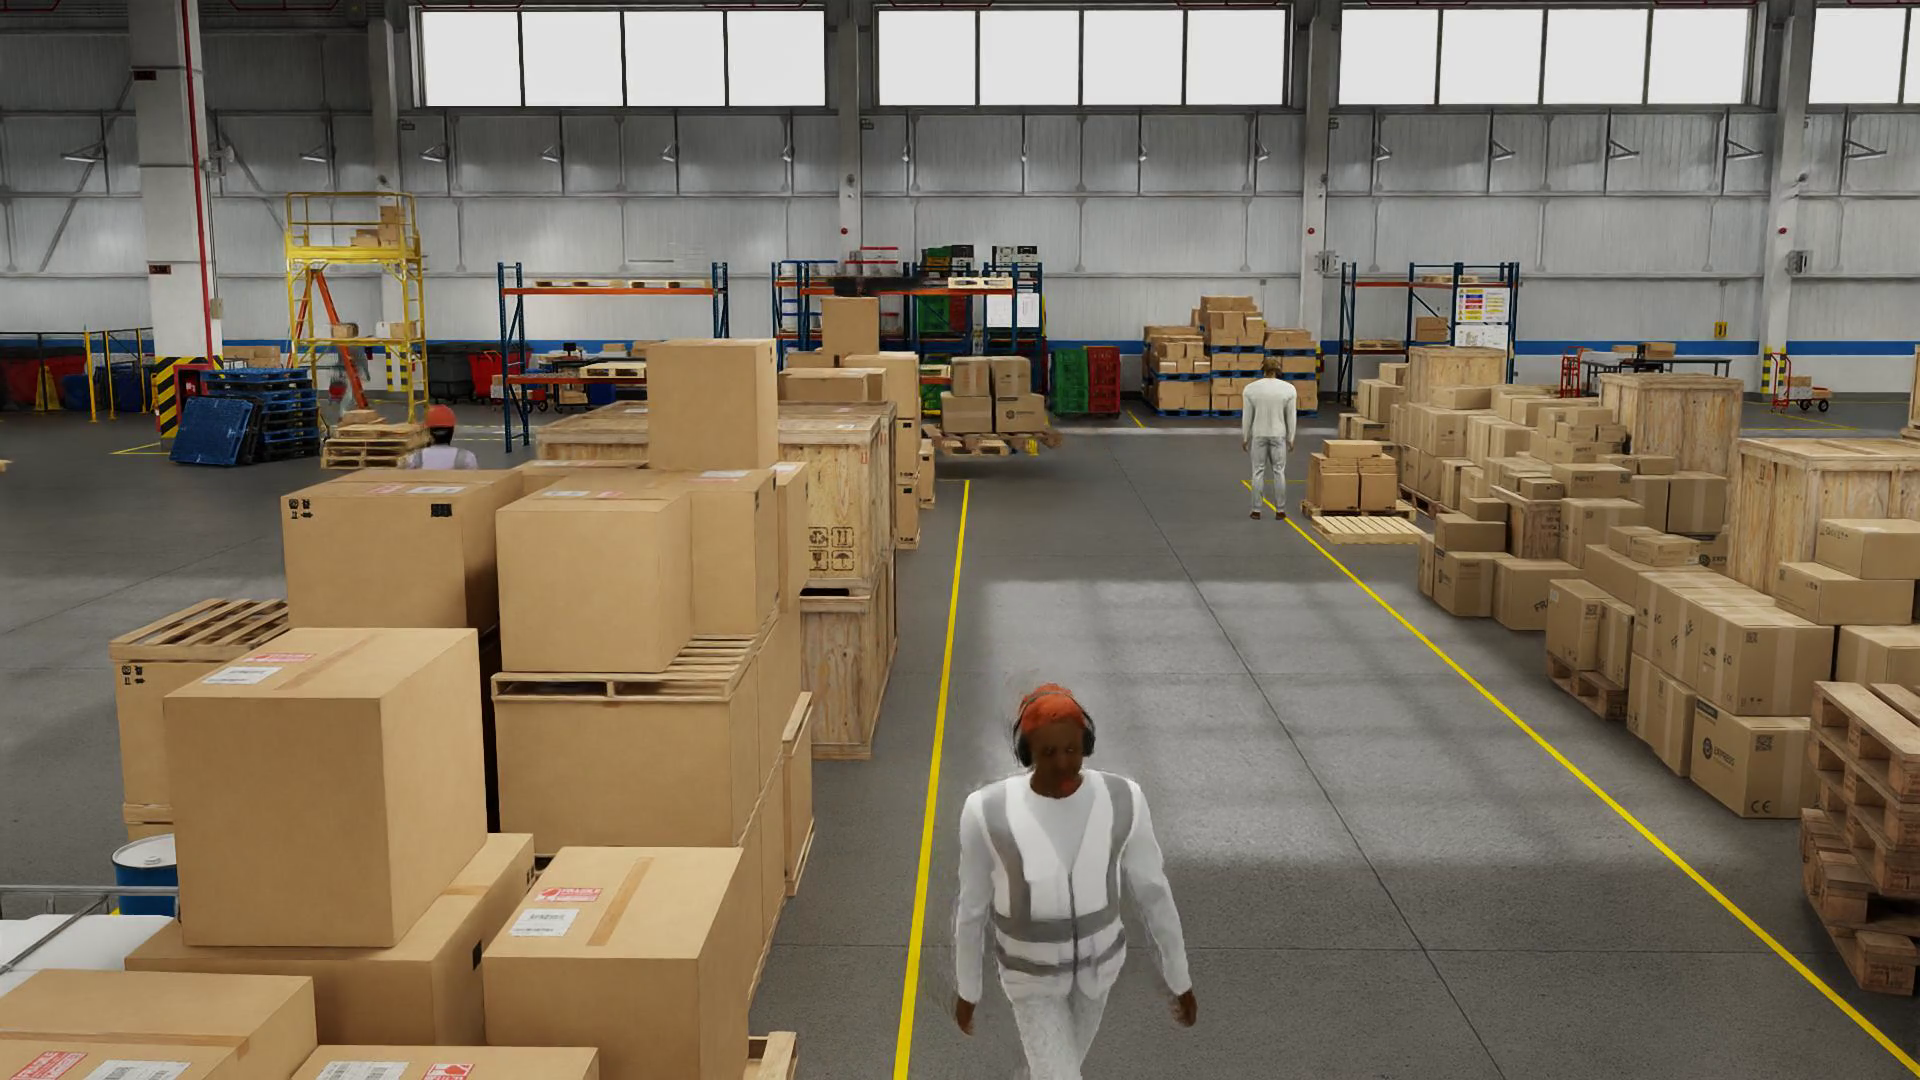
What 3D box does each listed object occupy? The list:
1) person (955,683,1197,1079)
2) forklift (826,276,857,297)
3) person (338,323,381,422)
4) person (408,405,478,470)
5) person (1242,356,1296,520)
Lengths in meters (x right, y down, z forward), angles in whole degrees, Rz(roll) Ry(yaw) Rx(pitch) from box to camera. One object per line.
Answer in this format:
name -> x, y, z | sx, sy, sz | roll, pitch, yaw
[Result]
person -> 0.334, 1.302, 5.008 | 0.692, 1.828, 1.011 | -3, 10, -16
forklift -> -1.664, -2.411, 24.077 | 1.873, 2.768, 1.129 | -1, 10, -6
person -> -11.539, -3.206, 31.803 | 0.652, 1.882, 1.039 | 6, 11, 33
person -> -4.096, -0.129, 13.342 | 0.546, 1.889, 0.996 | 0, 9, 2
person -> 3.635, -1.198, 19.627 | 0.629, 1.939, 0.374 | 2, 10, 10
